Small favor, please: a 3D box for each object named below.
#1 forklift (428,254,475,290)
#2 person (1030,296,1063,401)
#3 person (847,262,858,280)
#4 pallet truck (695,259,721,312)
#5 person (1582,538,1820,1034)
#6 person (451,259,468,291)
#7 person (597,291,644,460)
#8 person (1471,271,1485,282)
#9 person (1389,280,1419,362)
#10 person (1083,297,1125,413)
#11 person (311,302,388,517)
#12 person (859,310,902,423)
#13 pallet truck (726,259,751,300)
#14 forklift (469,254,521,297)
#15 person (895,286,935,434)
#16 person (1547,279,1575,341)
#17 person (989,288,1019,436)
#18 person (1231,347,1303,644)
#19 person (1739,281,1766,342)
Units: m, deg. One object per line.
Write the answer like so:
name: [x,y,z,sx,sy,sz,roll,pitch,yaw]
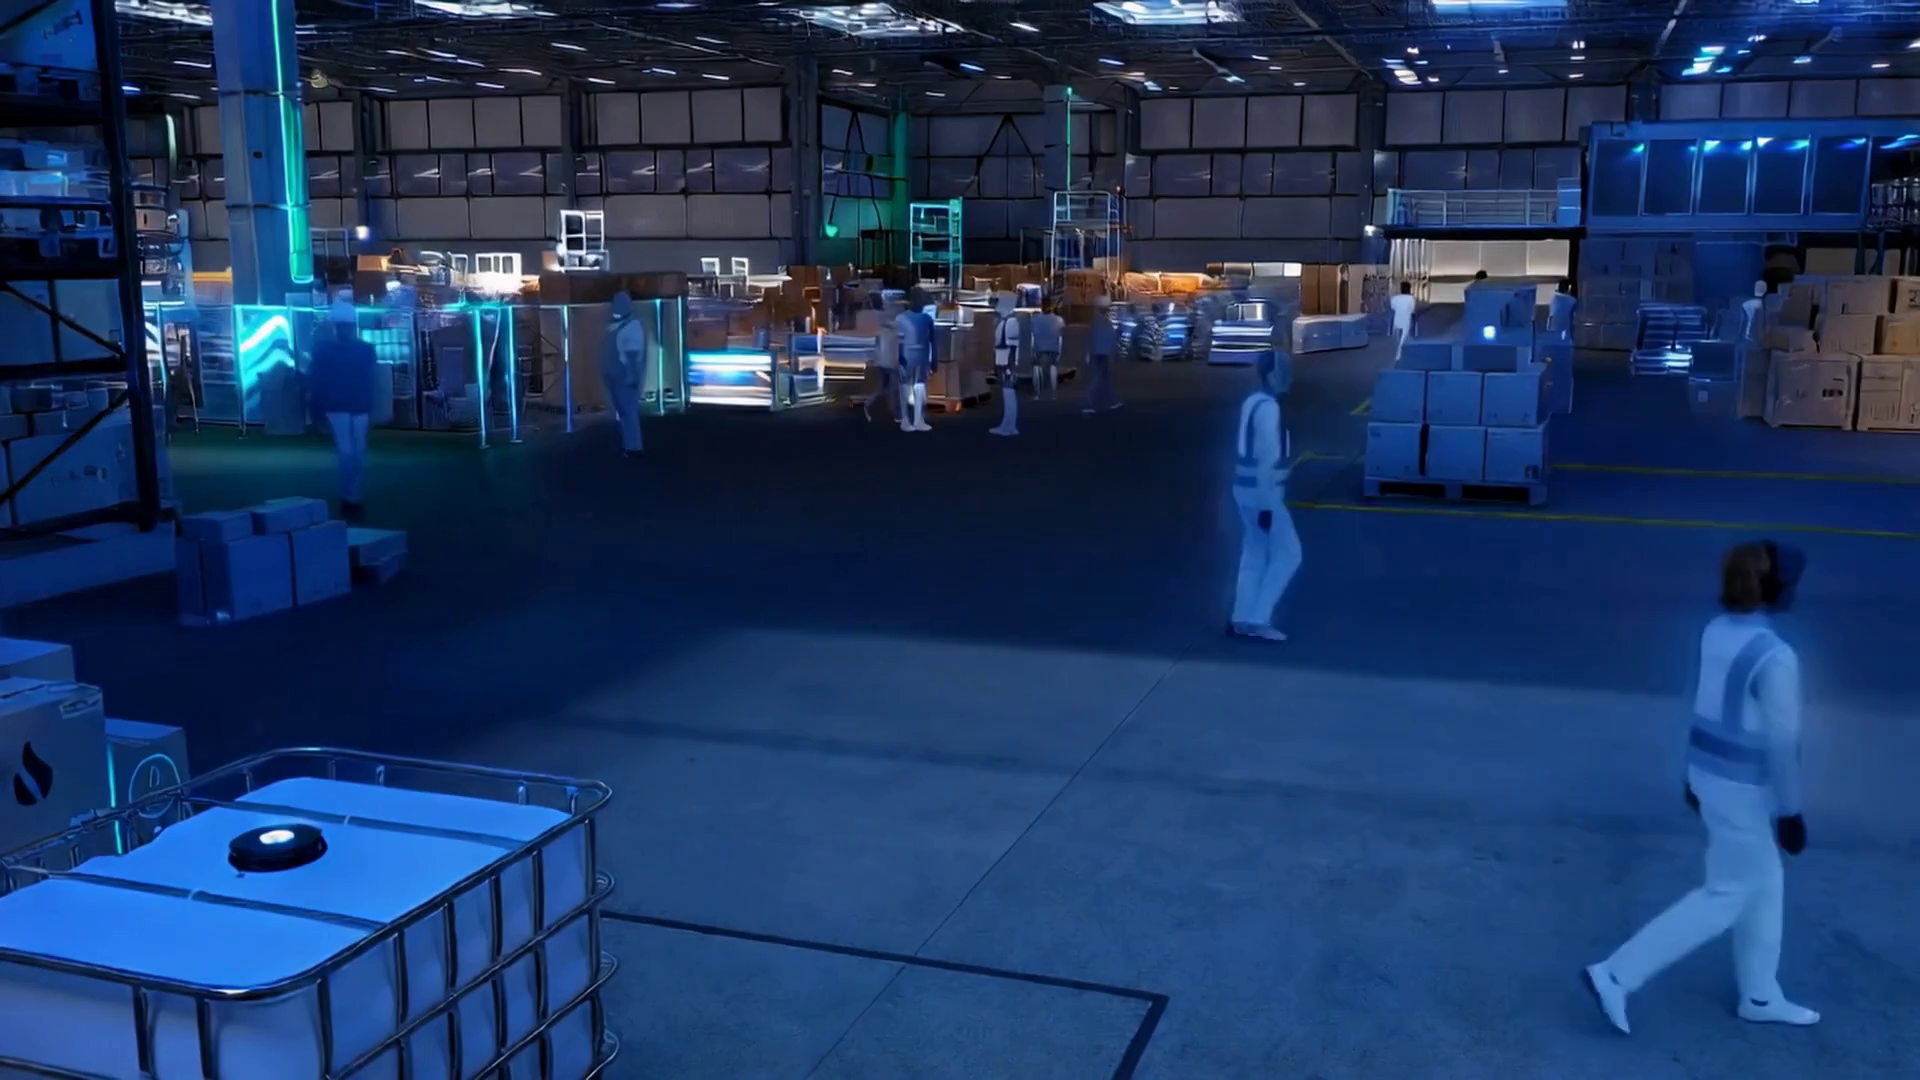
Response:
forklift: [-20.133,-10.254,65.465,1.157,1.987,2.680,3,11,19]
person: [1.380,-3.062,26.679,0.536,1.693,0.319,1,10,8]
person: [-4.117,-9.338,61.567,1.013,1.849,0.649,-7,12,-36]
pallet truck: [-9.165,-9.627,62.776,0.823,1.965,1.885,4,11,23]
person: [2.375,0.789,5.217,0.734,1.611,0.515,1,10,6]
person: [-16.502,-8.224,54.744,0.616,2.041,0.382,0,10,1]
person: [-4.007,-1.973,19.547,0.534,2.000,0.843,-6,11,-28]
person: [11.562,-5.034,37.126,0.398,1.928,0.541,4,11,20]
person: [8.535,-4.093,32.056,0.536,1.839,0.897,9,13,41]
person: [2.184,-2.764,24.908,0.900,1.724,0.532,-6,12,-29]
person: [-5.560,-1.188,15.311,0.646,1.968,0.807,-10,14,-43]
person: [-1.060,-2.414,23.245,0.714,1.605,0.507,-8,13,-38]
pallet truck: [-7.986,-9.493,62.019,0.823,1.965,1.885,3,11,17]
forklift: [-17.990,-10.121,64.684,1.157,1.987,2.680,3,11,17]
person: [-0.593,-2.407,22.200,0.603,1.966,0.368,-9,14,-43]
person: [11.224,-3.940,31.126,0.521,1.865,0.328,0,10,-1]
person: [0.582,-2.338,21.892,0.362,1.936,0.552,-3,10,-14]
person: [1.935,-0.262,10.392,0.494,1.865,0.617,0,10,-1]
person: [13.170,-3.316,27.473,0.590,1.913,0.395,1,10,5]
